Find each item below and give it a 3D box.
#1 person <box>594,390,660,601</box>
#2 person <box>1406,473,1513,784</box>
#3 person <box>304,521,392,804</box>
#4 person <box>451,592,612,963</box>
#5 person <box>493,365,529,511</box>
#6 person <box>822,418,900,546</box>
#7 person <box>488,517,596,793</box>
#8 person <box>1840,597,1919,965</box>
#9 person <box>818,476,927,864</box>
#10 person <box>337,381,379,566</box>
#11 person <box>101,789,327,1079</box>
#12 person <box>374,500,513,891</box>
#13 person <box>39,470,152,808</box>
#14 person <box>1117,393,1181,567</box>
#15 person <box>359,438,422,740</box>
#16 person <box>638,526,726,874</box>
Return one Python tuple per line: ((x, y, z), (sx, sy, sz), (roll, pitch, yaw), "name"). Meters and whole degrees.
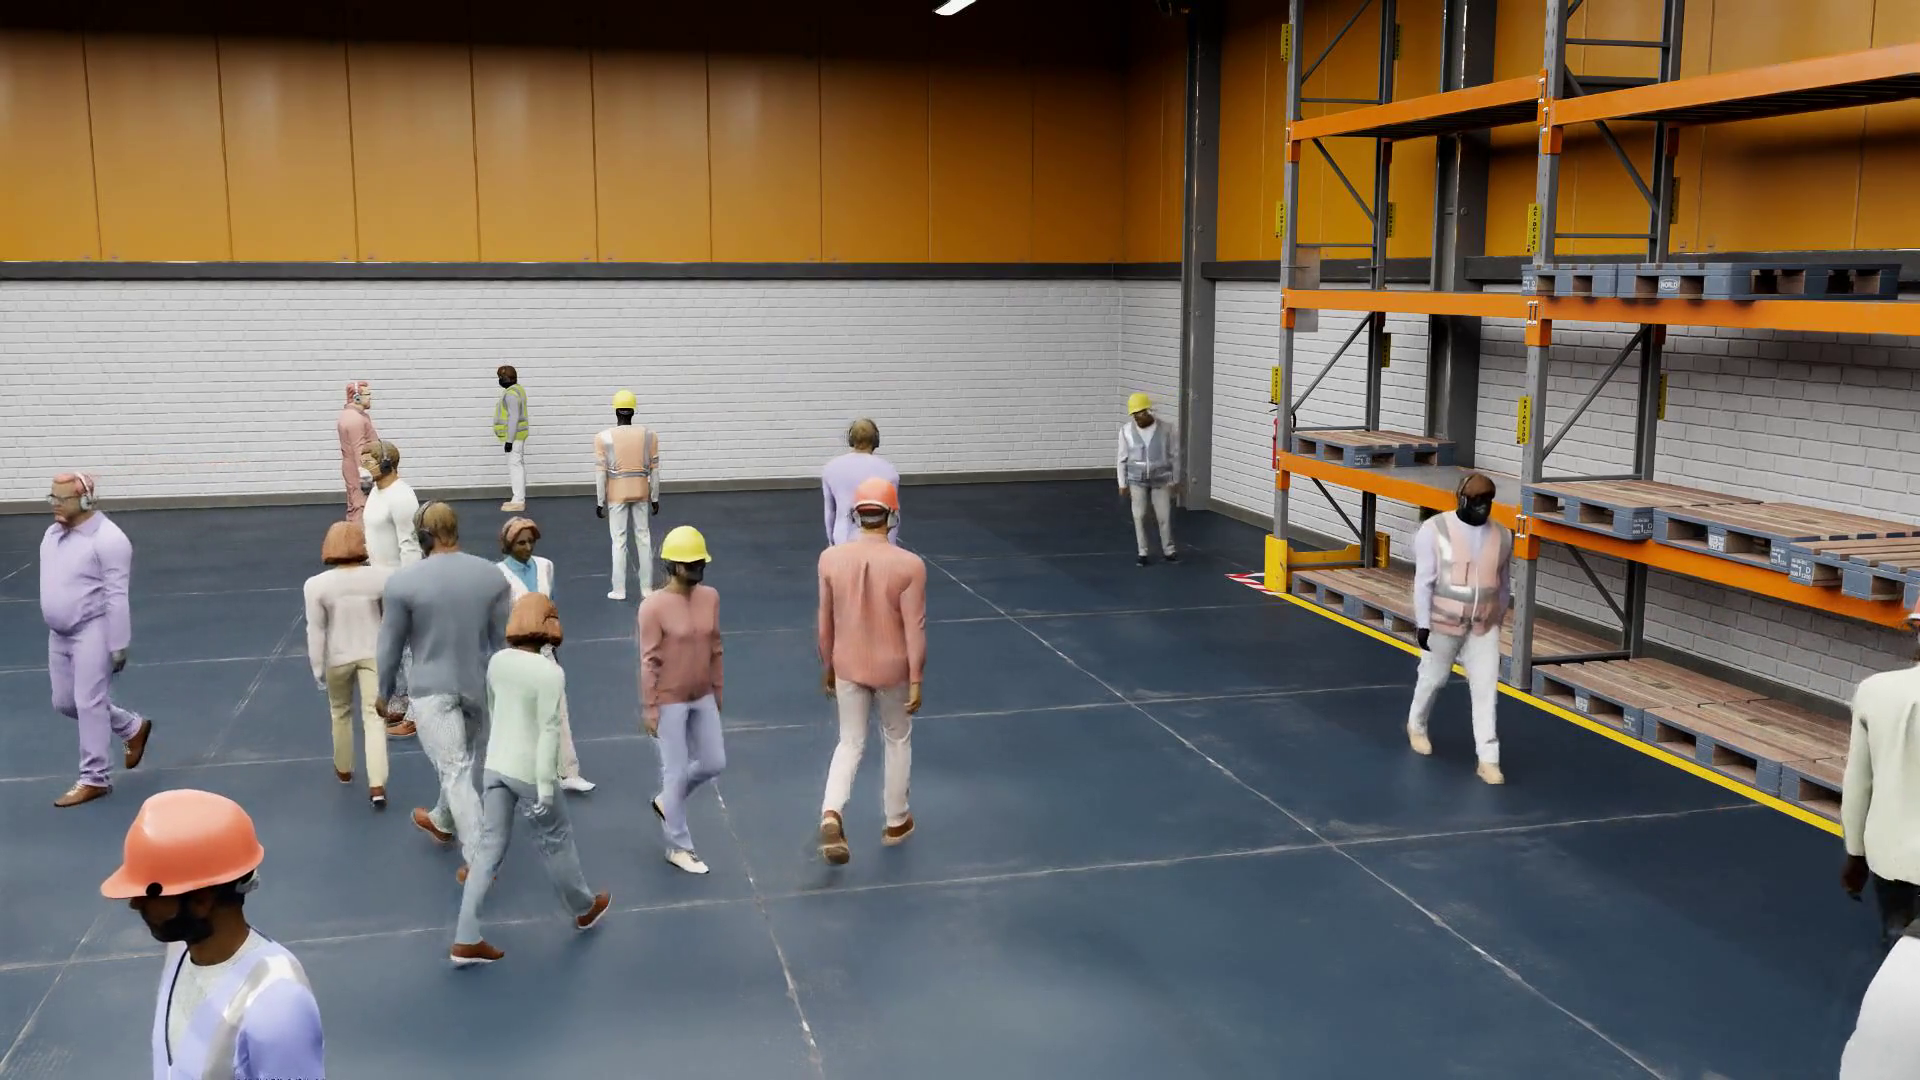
((-3.040, -0.404, 15.193), (0.594, 1.926, 0.367), (-5, 10, -26), "person")
((3.008, 0.488, 10.002), (0.628, 1.812, 0.884), (0, 9, -3), "person")
((-3.439, 0.688, 9.461), (0.502, 1.595, 0.857), (-4, 10, -22), "person")
((-1.897, 1.027, 7.298), (0.529, 1.587, 0.872), (6, 11, 34), "person")
((-5.651, -1.279, 20.944), (0.430, 1.838, 0.619), (-1, 9, -8), "person")
((-0.715, 0.040, 12.466), (0.648, 1.915, 0.688), (3, 10, 17), "person")
((-2.410, 0.677, 9.419), (0.764, 1.606, 0.530), (7, 11, 37), "person")
((3.360, 1.097, 5.700), (0.493, 1.994, 0.618), (-3, 10, -18), "person")
((-0.469, 0.661, 8.459), (0.622, 1.957, 0.838), (2, 9, 15), "person")
((-6.036, -0.652, 16.806), (0.406, 1.911, 0.636), (-5, 10, -28), "person")
((-1.548, 1.459, 3.546), (0.547, 1.934, 0.376), (9, 13, 43), "person")
((-2.562, 0.734, 8.247), (1.040, 1.874, 0.634), (9, 13, 43), "person")
((-4.940, 0.529, 9.497), (0.650, 1.888, 0.662), (4, 10, 26), "person")
((1.901, -0.604, 16.880), (0.623, 1.788, 0.459), (1, 9, 6), "person")
((-3.642, 0.308, 10.712), (0.359, 1.938, 0.632), (-6, 11, -35), "person")
((-1.416, 0.785, 8.328), (0.476, 1.752, 0.532), (7, 12, 39), "person")
